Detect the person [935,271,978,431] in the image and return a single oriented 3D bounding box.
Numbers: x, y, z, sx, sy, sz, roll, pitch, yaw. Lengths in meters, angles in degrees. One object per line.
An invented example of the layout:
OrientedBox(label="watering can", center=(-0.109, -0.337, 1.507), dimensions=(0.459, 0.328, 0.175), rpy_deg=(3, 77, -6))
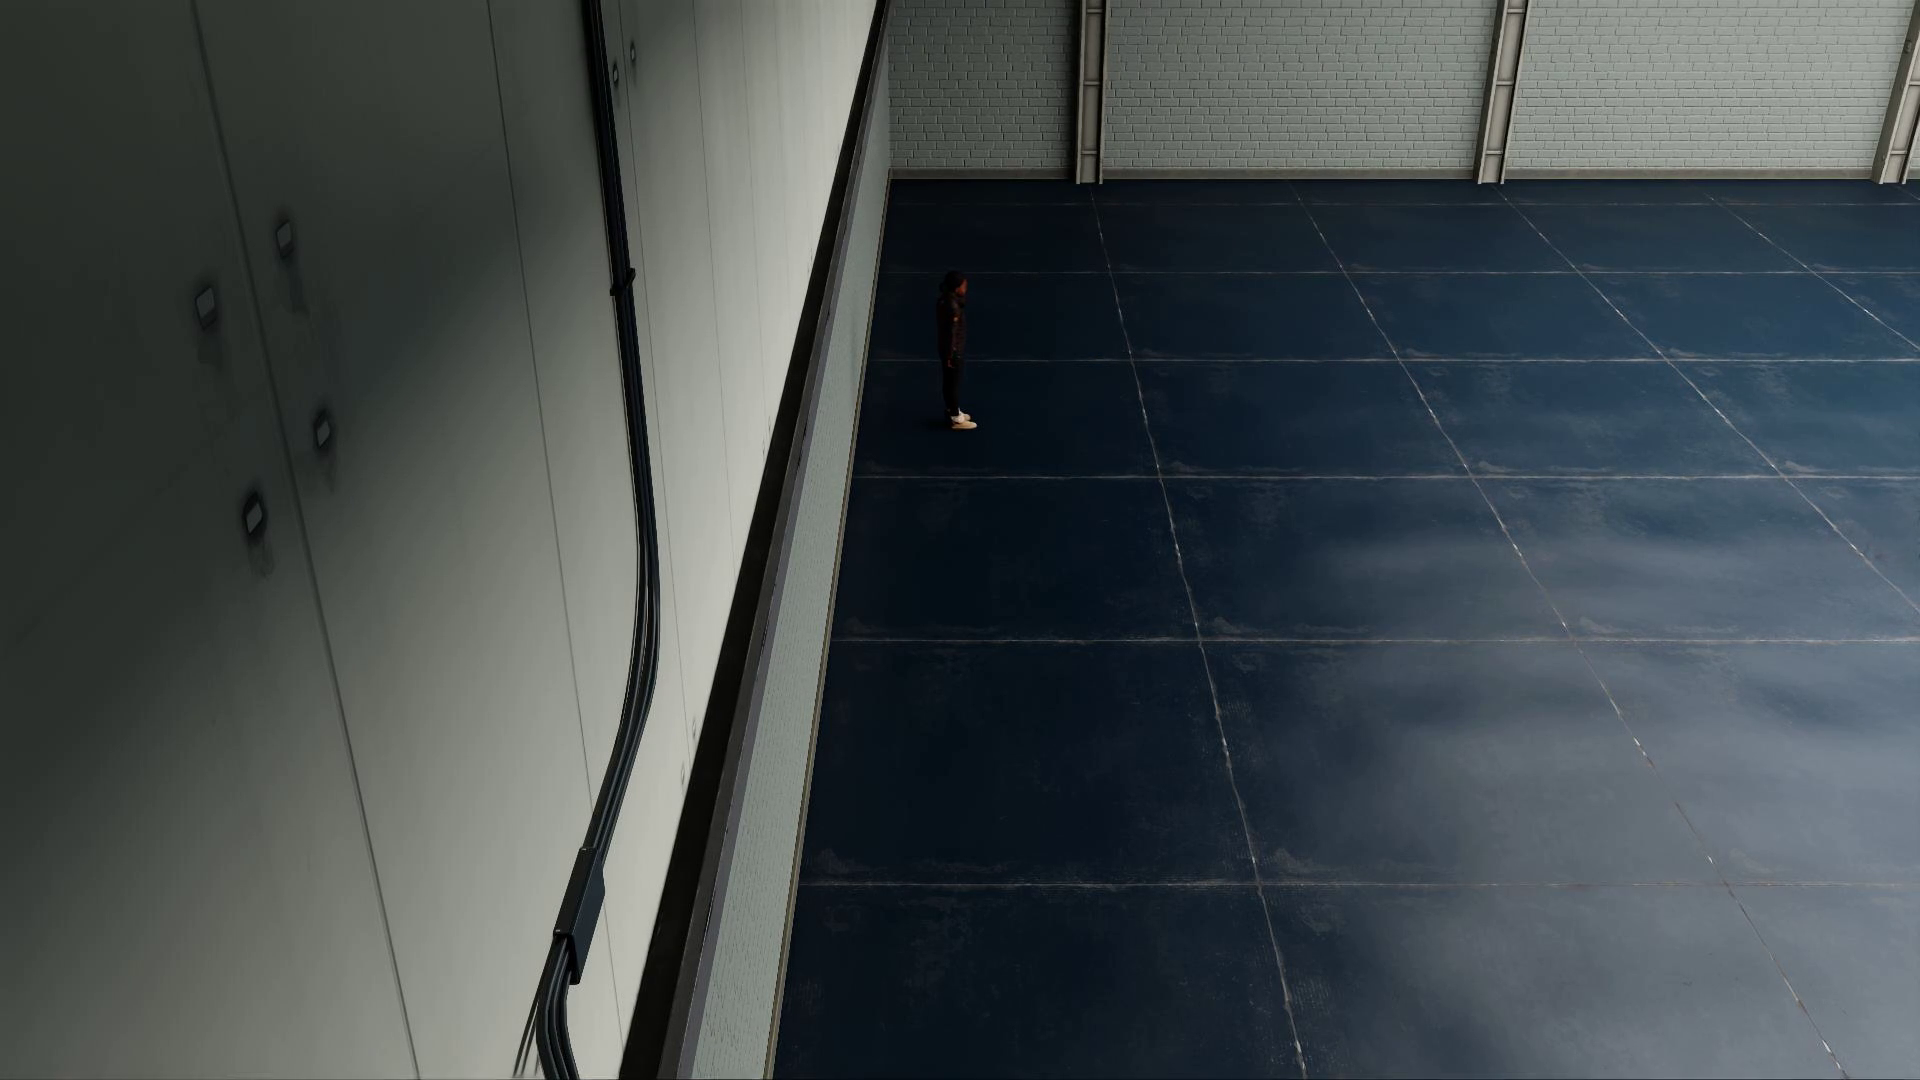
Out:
OrientedBox(label="person", center=(-0.098, -1.888, 16.622), dimensions=(0.718, 1.661, 0.663), rpy_deg=(-7, 29, -13))
